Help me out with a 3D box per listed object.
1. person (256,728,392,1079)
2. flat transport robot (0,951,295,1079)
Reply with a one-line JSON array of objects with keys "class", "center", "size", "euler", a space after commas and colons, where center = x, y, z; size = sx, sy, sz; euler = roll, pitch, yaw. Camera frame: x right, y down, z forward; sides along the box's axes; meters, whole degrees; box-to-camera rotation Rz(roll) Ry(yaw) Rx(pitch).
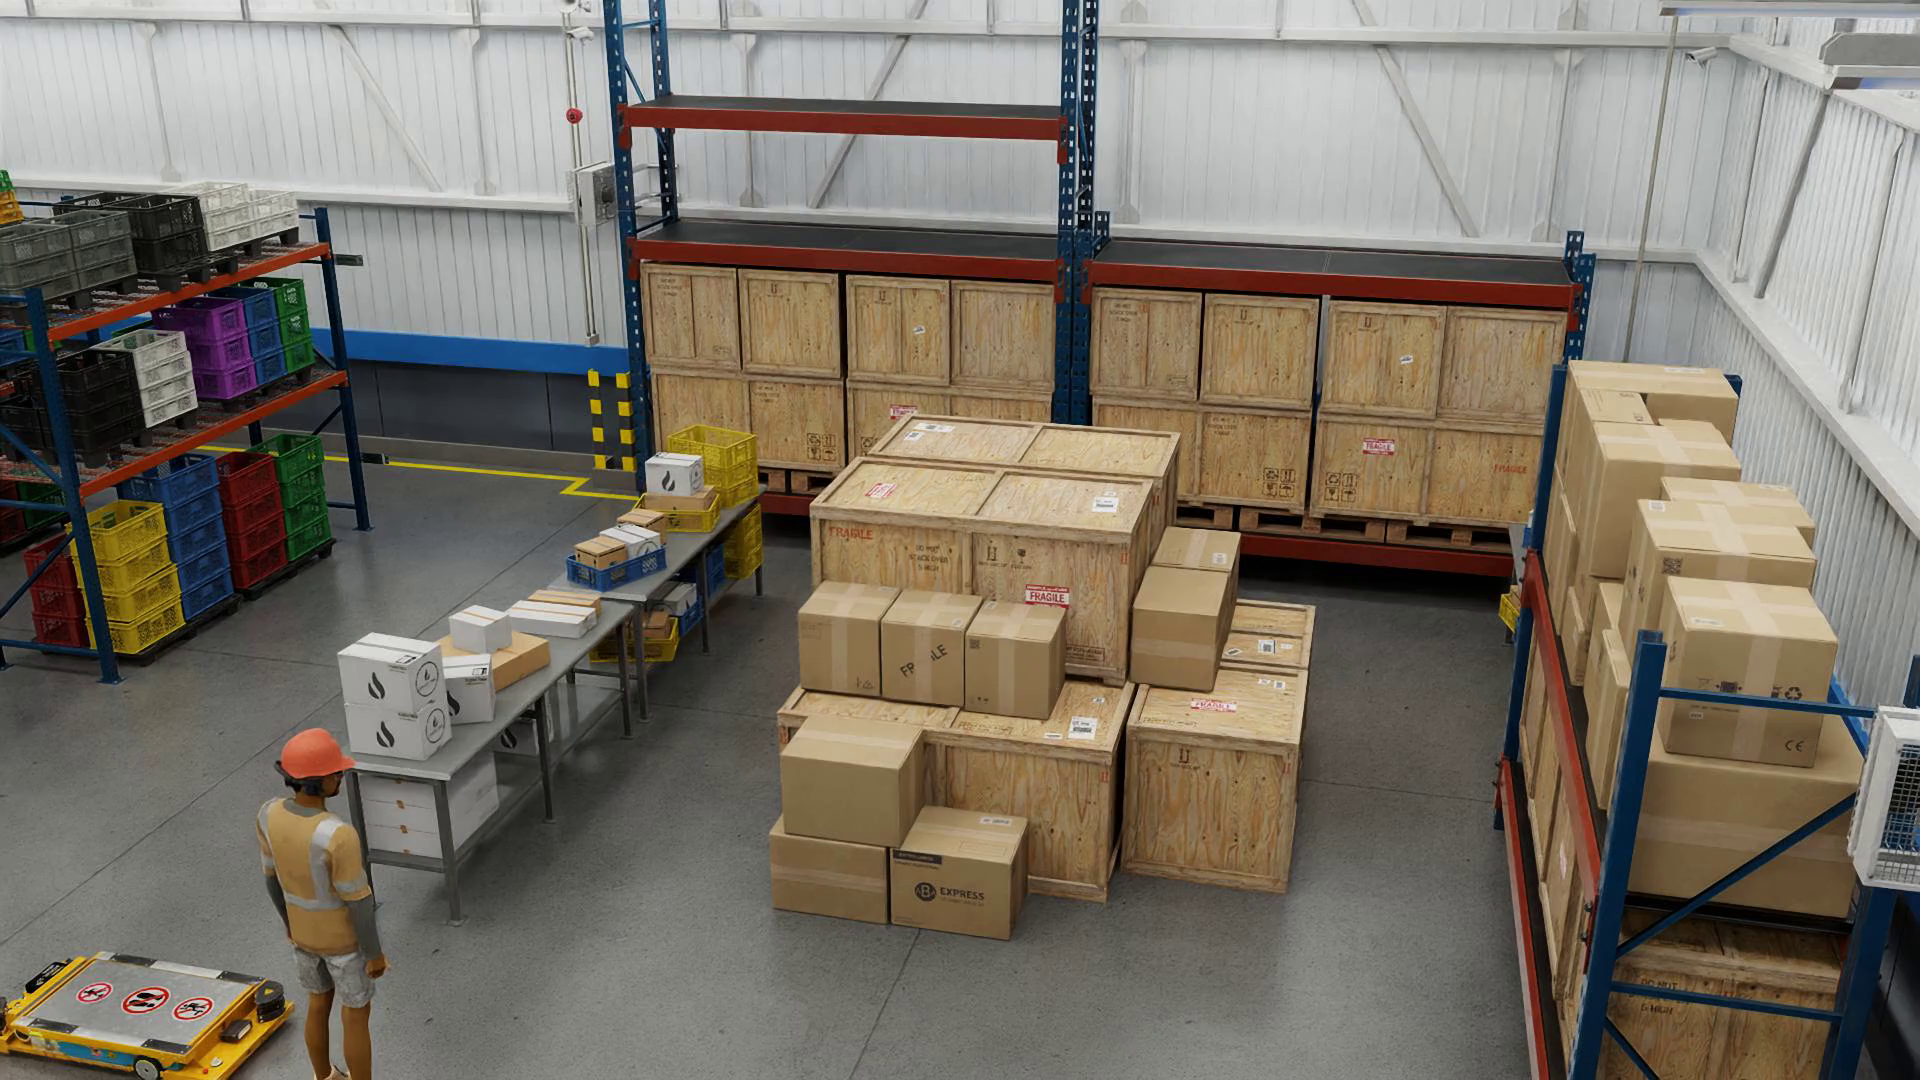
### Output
[{"class": "person", "center": [-2.938, 1.817, 7.813], "size": [0.614, 2.039, 0.376], "euler": [11, 24, 27]}, {"class": "flat transport robot", "center": [-4.270, 2.464, 8.601], "size": [1.431, 0.231, 0.659], "euler": [5, 22, 13]}]
